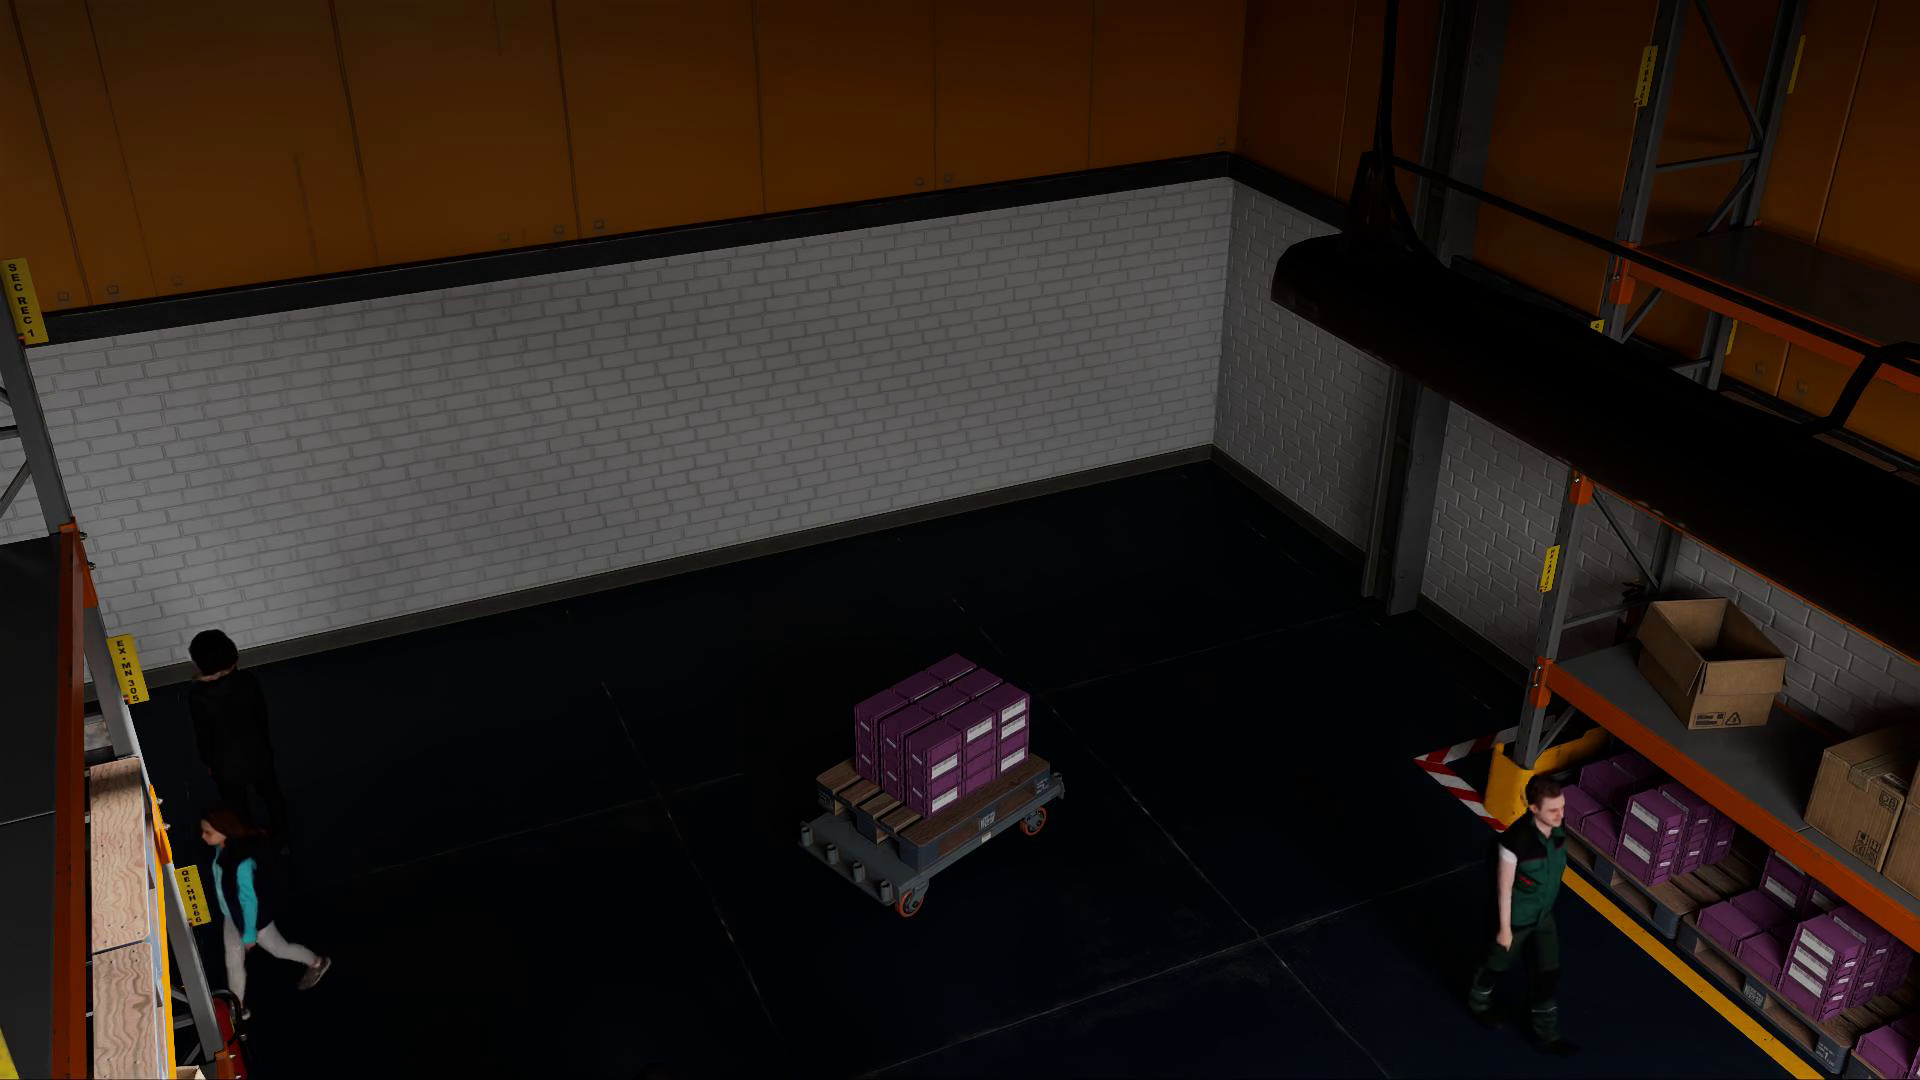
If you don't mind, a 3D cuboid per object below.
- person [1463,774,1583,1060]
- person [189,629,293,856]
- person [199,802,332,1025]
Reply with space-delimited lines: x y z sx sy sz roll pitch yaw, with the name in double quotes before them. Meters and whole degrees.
"person" 3.078 2.029 9.316 0.767 1.818 0.989 -18 33 -29
"person" -4.602 1.338 10.621 0.737 1.780 0.715 24 36 36
"person" -4.010 2.106 9.544 0.995 1.464 0.899 21 35 34
